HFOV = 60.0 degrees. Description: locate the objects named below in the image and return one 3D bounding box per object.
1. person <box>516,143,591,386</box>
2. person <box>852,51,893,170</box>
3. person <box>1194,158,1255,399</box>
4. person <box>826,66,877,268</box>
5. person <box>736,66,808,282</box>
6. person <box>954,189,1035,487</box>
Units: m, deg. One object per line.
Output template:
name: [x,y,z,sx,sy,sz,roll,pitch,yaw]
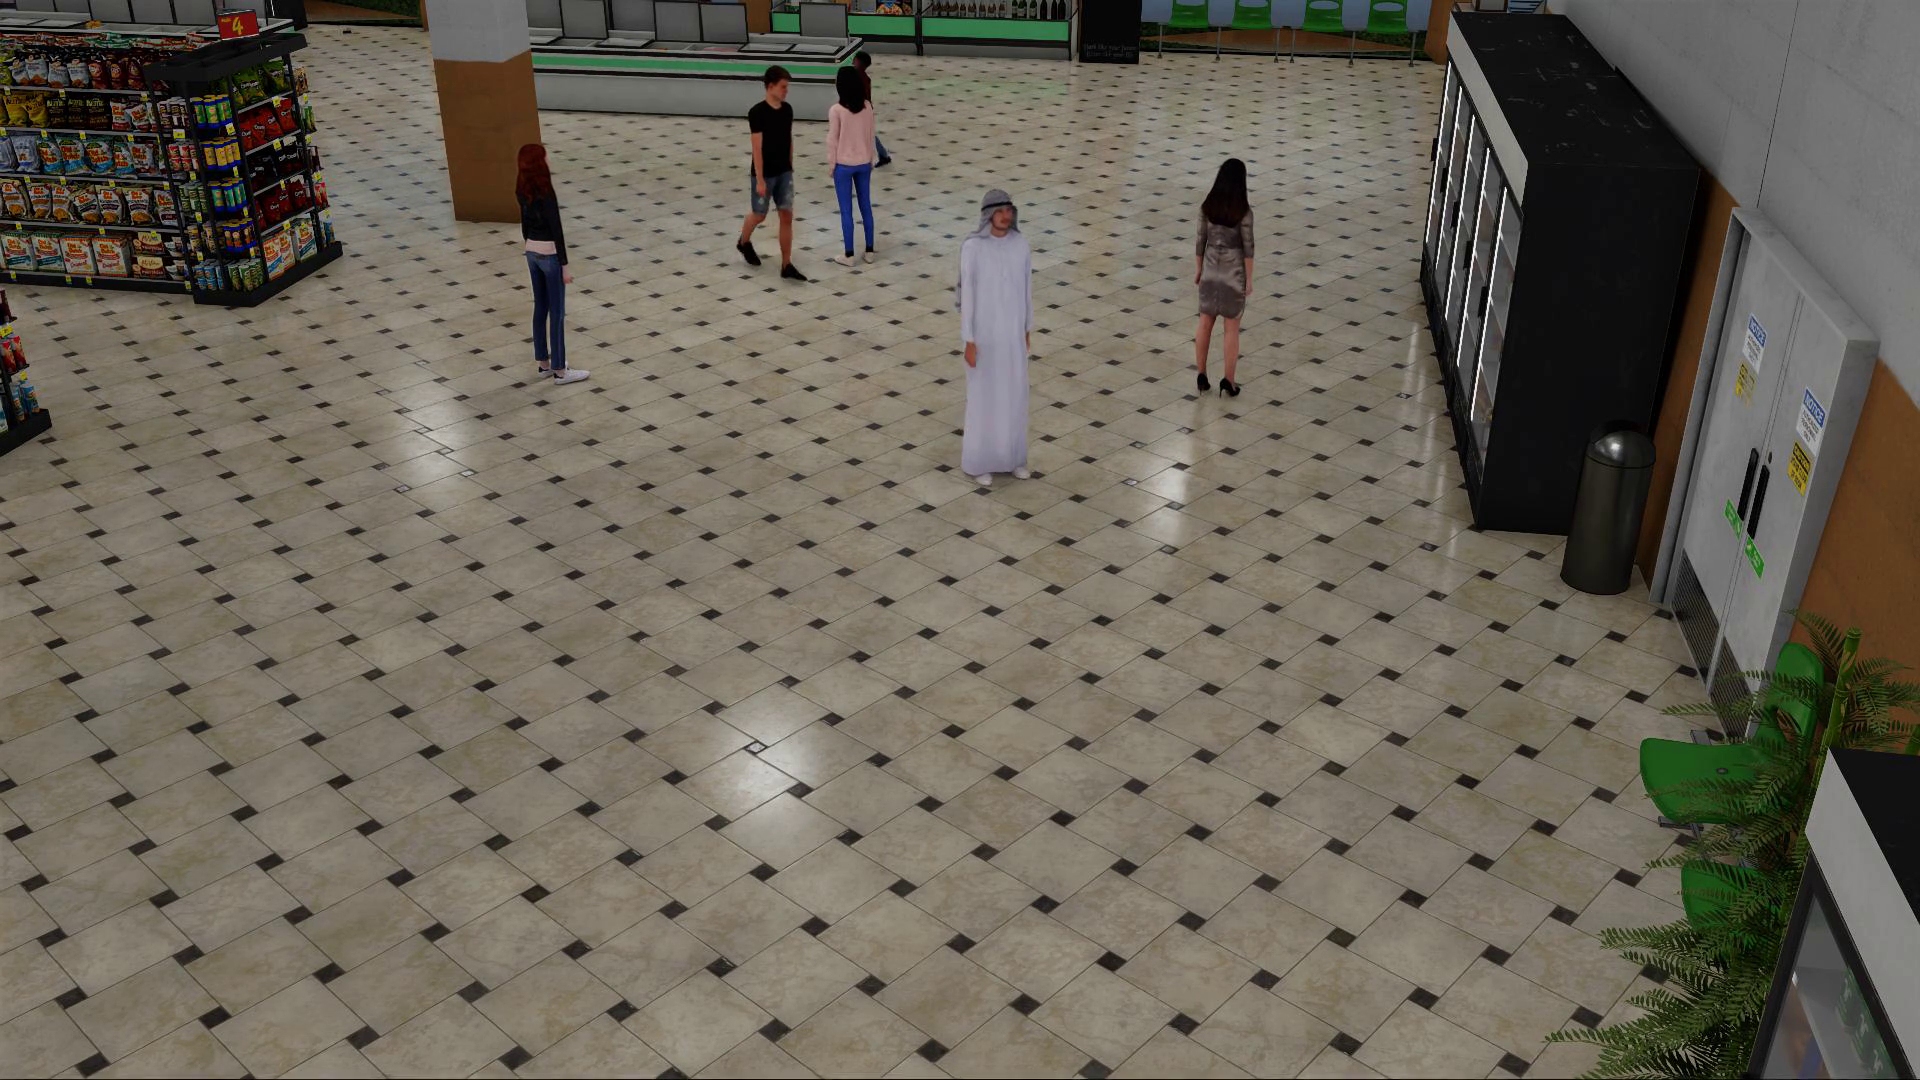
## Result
person: [-3.056,-2.040,12.283,0.722,1.787,0.631,-24,36,-39]
person: [-0.993,-4.629,17.999,0.867,1.234,0.500,4,27,9]
person: [1.899,-1.881,12.018,0.582,1.743,0.729,16,31,29]
person: [-0.961,-3.336,14.859,0.700,1.768,0.781,-15,31,-27]
person: [-1.722,-3.204,14.555,1.119,1.809,1.271,-22,34,-36]
person: [0.211,-1.316,10.702,0.815,1.926,0.893,-14,30,-25]
